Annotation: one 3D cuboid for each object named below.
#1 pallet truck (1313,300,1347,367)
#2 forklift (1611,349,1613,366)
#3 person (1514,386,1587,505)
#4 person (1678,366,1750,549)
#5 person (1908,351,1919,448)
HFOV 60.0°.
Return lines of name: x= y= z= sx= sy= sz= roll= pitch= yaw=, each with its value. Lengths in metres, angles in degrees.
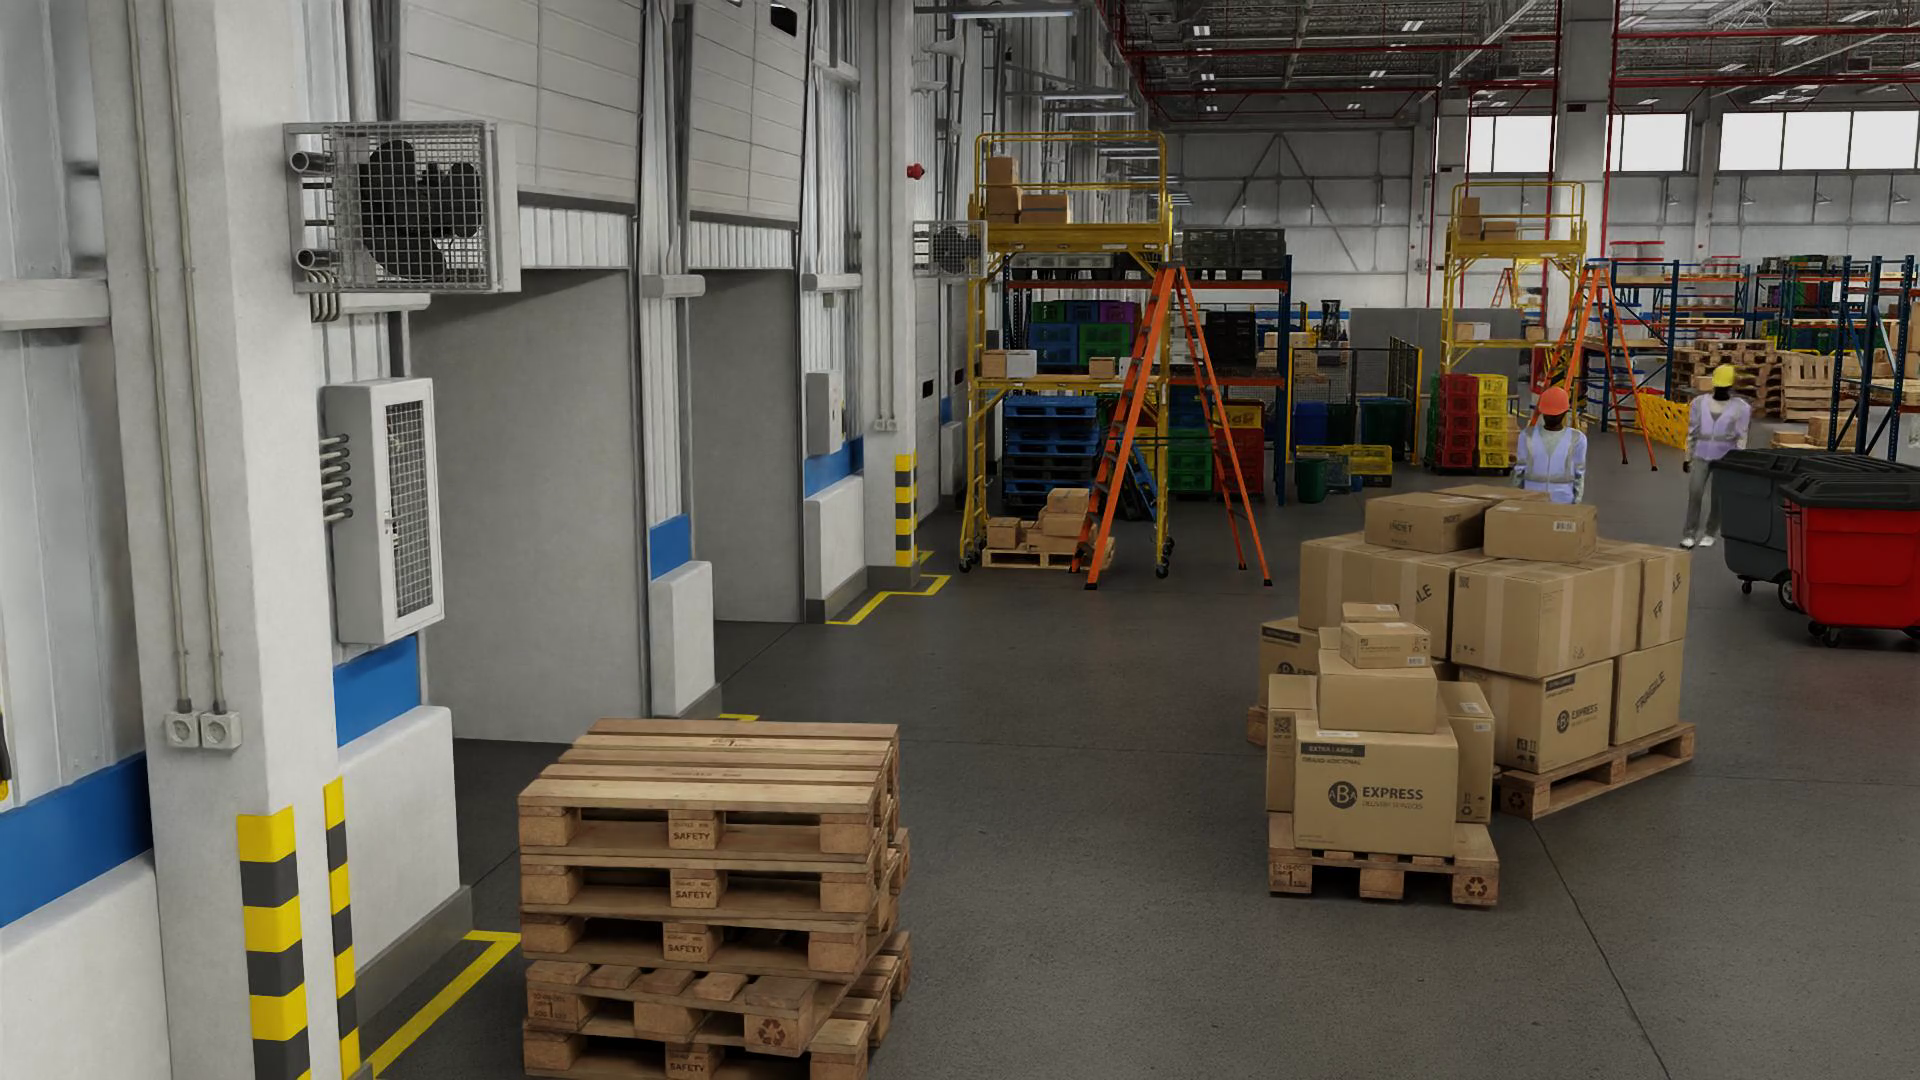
pallet truck: x=11.159 y=-6.200 z=49.718 sx=0.823 sy=1.965 sz=1.885 roll=4 pitch=10 yaw=26
forklift: x=15.190 y=-5.276 z=41.307 sx=1.873 sy=2.768 sz=1.129 roll=1 pitch=9 yaw=9
person: x=4.734 y=-0.276 z=13.399 sx=0.542 sy=1.928 sz=0.375 roll=4 pitch=10 yaw=23
person: x=7.635 y=-0.820 z=16.886 sx=0.610 sy=1.879 sz=0.901 roll=6 pitch=11 yaw=34
person: x=15.500 y=-2.340 z=26.734 sx=0.330 sy=1.735 sz=0.486 roll=5 pitch=10 yaw=28
